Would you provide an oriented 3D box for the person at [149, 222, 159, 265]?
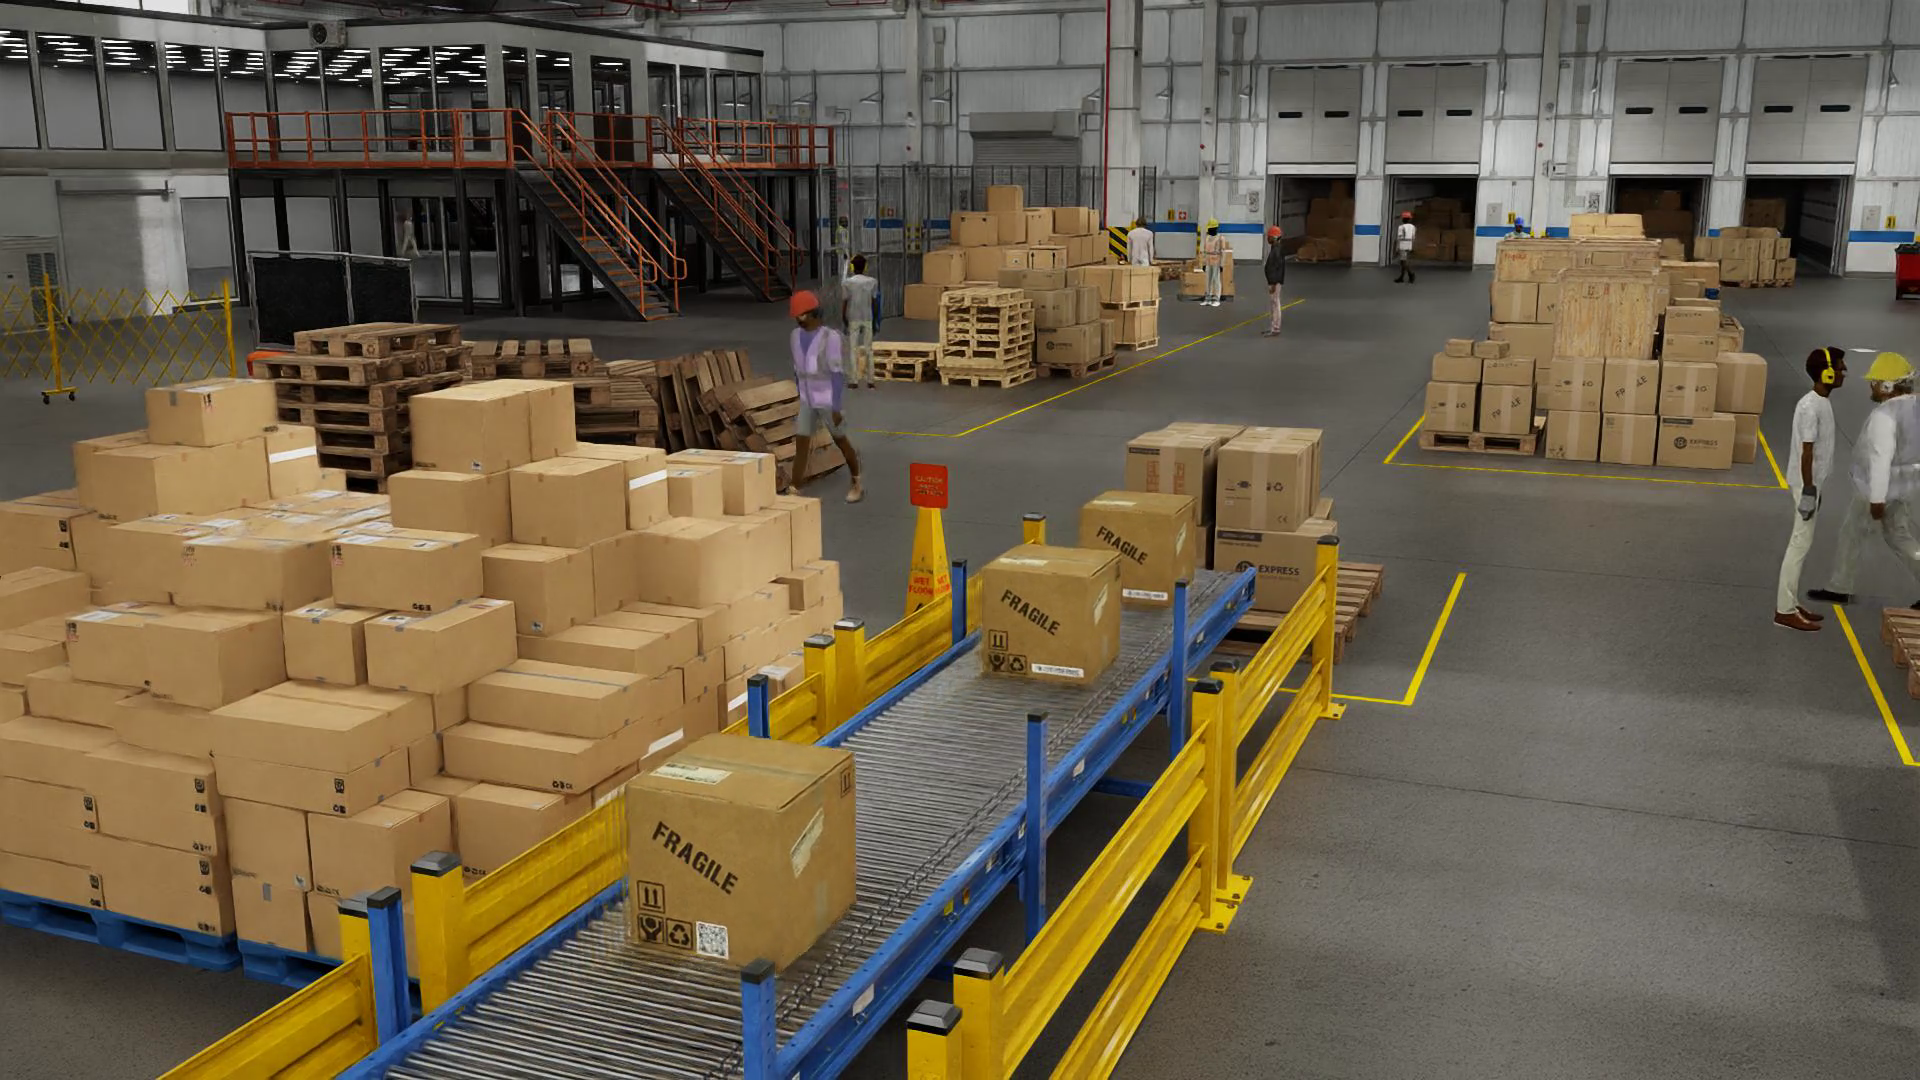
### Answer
[{"bbox_3d":[-20.058,-7.109,41.388,0.579,1.851,0.524,2,13,9],"label":"person"}]

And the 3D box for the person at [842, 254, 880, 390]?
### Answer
[{"bbox_3d":[-1.373,-3.007,22.994,0.518,1.860,0.325,-2,13,-8],"label":"person"}]

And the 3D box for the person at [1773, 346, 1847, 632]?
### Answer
[{"bbox_3d":[5.637,-0.341,10.996,0.314,1.873,0.532,7,14,29],"label":"person"}]

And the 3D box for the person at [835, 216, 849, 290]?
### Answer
[{"bbox_3d":[-2.932,-7.262,42.101,0.429,1.846,0.633,-3,13,-13],"label":"person"}]

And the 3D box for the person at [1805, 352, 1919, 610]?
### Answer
[{"bbox_3d":[6.359,-0.380,11.341,0.595,1.801,0.860,-10,16,-39],"label":"person"}]

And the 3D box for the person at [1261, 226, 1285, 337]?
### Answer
[{"bbox_3d":[5.692,-4.681,30.183,0.382,1.995,0.613,2,13,8],"label":"person"}]

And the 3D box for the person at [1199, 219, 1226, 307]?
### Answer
[{"bbox_3d":[5.617,-6.149,36.937,0.383,1.921,0.586,-10,16,-39],"label":"person"}]

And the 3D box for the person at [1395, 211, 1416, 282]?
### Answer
[{"bbox_3d":[11.956,-7.829,44.495,0.549,1.918,0.757,-6,14,-25],"label":"person"}]

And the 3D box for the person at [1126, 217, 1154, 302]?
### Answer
[{"bbox_3d":[4.142,-6.458,38.284,0.629,1.940,0.379,4,13,19],"label":"person"}]

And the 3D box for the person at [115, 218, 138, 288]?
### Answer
[{"bbox_3d":[-21.127,-7.332,42.293,0.645,1.885,0.797,-5,14,-22],"label":"person"}]

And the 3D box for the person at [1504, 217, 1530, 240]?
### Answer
[{"bbox_3d":[12.542,-6.295,37.530,0.605,1.948,0.384,0,13,0],"label":"person"}]

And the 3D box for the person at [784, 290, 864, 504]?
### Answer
[{"bbox_3d":[-1.245,-1.252,14.875,0.672,1.971,1.097,10,16,37],"label":"person"}]
